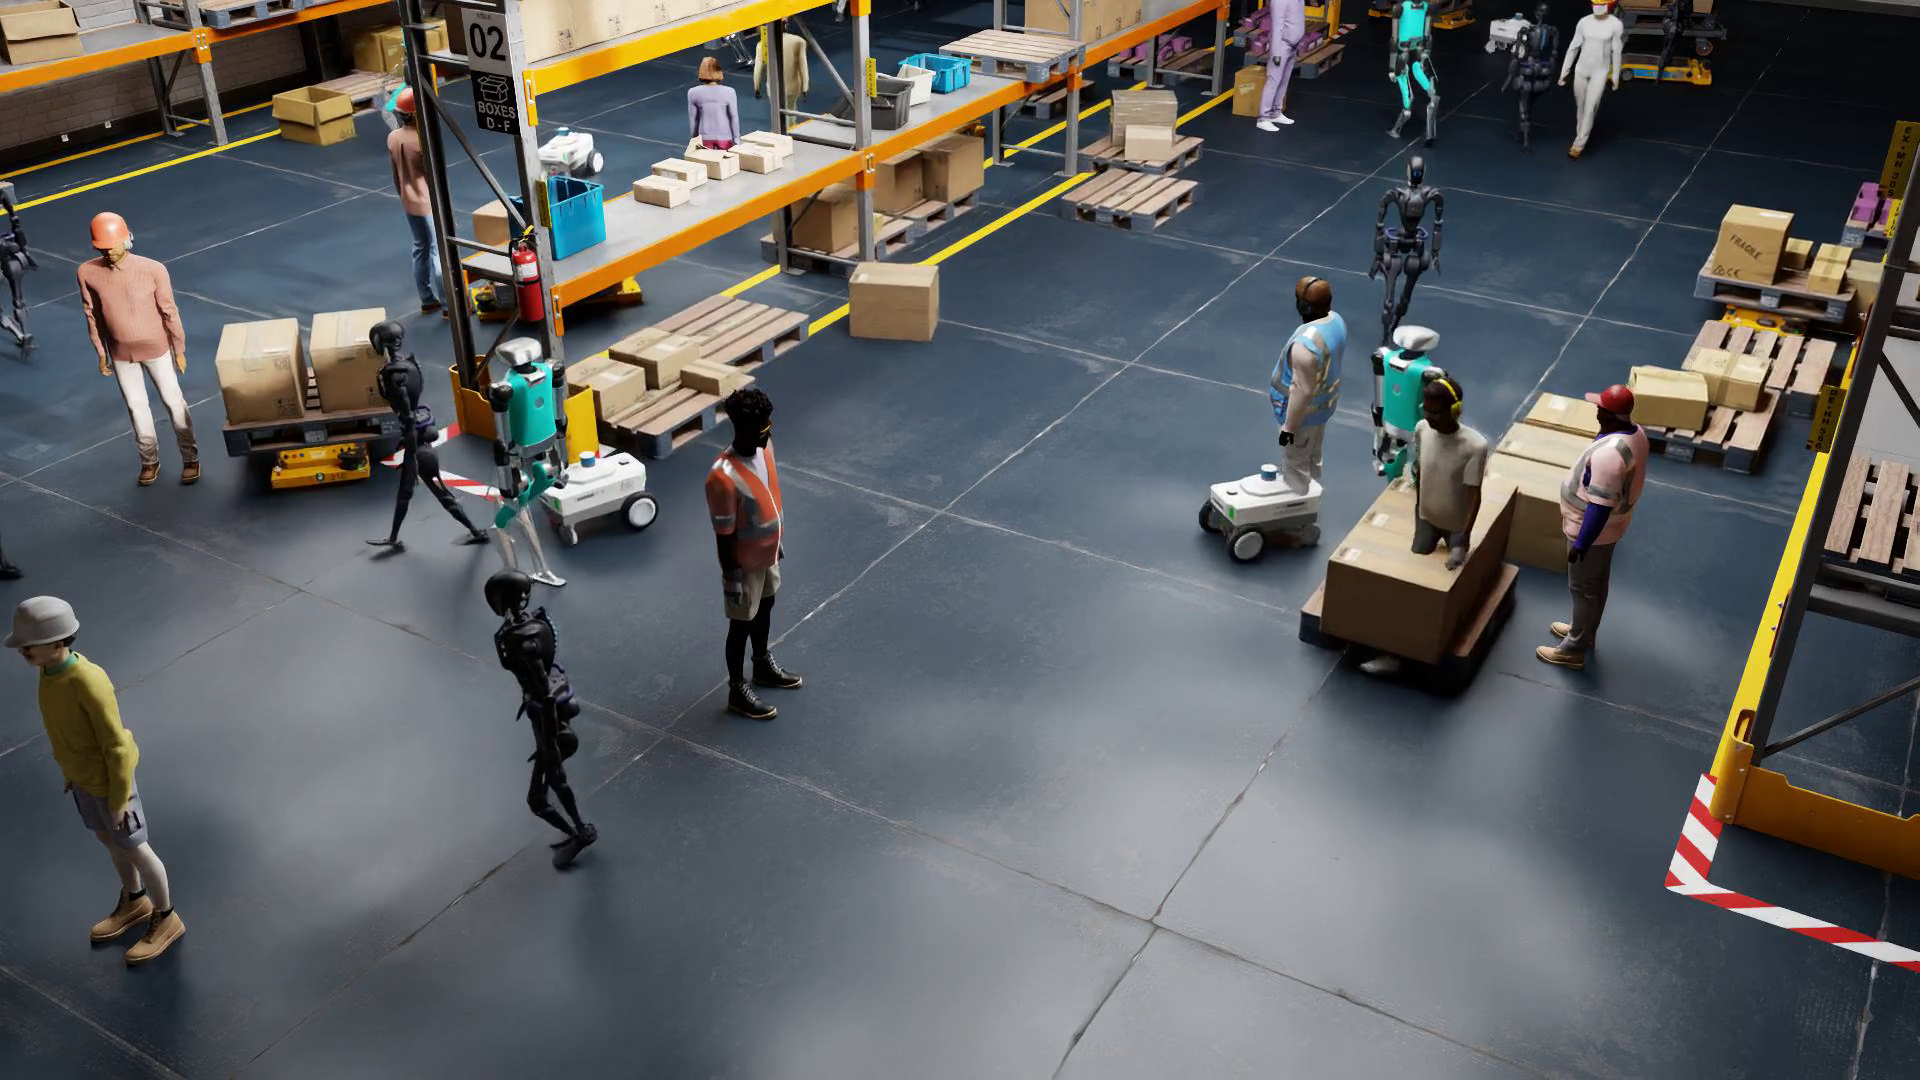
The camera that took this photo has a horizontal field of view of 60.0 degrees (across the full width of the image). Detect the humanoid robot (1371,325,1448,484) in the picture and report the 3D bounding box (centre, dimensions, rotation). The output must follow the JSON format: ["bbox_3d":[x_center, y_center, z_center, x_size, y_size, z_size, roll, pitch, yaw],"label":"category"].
[{"bbox_3d":[2.902,-0.488,10.429,0.762,1.896,0.539,-19,35,-30],"label":"humanoid robot"}]

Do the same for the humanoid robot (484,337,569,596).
[{"bbox_3d":[-2.738,-0.435,10.233,0.695,1.795,0.530,20,35,31],"label":"humanoid robot"}]

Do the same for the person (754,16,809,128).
[{"bbox_3d":[-1.997,-5.014,18.333,0.570,1.711,0.867,-14,32,-23],"label":"person"}]

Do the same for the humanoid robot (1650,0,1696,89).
[{"bbox_3d":[9.198,-6.650,21.261,0.315,1.657,0.599,25,38,37],"label":"humanoid robot"}]

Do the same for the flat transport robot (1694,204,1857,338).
[{"bbox_3d":[7.194,-2.114,14.680,0.659,0.231,1.431,17,34,27],"label":"flat transport robot"}]

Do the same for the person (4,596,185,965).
[{"bbox_3d":[-3.844,1.056,7.427,0.473,1.892,0.383,20,35,31],"label":"person"}]

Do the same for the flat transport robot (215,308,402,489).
[{"bbox_3d":[-4.734,-0.803,12.363,0.659,0.231,1.431,-8,30,-14],"label":"flat transport robot"}]

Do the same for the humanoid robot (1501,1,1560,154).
[{"bbox_3d":[6.438,-5.272,18.868,0.608,1.632,0.723,-7,30,-12],"label":"humanoid robot"}]

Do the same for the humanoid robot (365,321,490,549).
[{"bbox_3d":[-3.525,-0.633,10.679,0.784,1.629,0.590,-12,32,-20],"label":"humanoid robot"}]

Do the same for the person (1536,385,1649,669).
[{"bbox_3d":[3.642,-0.081,9.576,0.420,1.751,0.624,19,34,29],"label":"person"}]

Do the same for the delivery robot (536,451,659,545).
[{"bbox_3d":[-2.459,-0.318,11.230,0.781,0.610,0.525,-21,36,-33],"label":"delivery robot"}]

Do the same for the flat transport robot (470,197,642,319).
[{"bbox_3d":[-3.632,-2.250,14.921,1.431,0.231,0.659,-11,31,-18],"label":"flat transport robot"}]

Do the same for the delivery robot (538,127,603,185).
[{"bbox_3d":[-4.259,-4.167,18.014,0.499,0.585,0.775,8,30,13],"label":"delivery robot"}]

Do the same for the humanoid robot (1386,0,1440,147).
[{"bbox_3d":[5.249,-5.329,18.912,0.530,1.774,0.994,-9,31,-15],"label":"humanoid robot"}]

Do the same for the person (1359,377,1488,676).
[{"bbox_3d":[2.735,-0.083,9.531,0.527,1.793,1.019,25,38,37],"label":"person"}]

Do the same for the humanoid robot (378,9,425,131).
[{"bbox_3d":[-6.303,-5.204,18.655,0.788,1.755,0.565,-9,31,-16],"label":"humanoid robot"}]

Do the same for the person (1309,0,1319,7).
[{"bbox_3d":[5.675,-9.157,25.550,0.621,1.837,0.430,-8,30,-14],"label":"person"}]

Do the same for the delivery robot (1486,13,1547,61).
[{"bbox_3d":[7.696,-6.950,22.951,0.499,0.601,0.775,-21,36,-33],"label":"delivery robot"}]

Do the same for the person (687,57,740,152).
[{"bbox_3d":[-2.445,-3.995,16.629,0.498,1.629,0.288,2,30,3],"label":"person"}]

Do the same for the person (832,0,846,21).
[{"bbox_3d":[-1.842,-8.753,24.742,0.497,1.935,0.548,6,30,11],"label":"person"}]

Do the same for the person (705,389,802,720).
[{"bbox_3d":[-1.137,0.066,9.111,0.368,1.957,0.604,10,31,17],"label":"person"}]

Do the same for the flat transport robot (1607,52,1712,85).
[{"bbox_3d":[9.139,-6.221,21.946,1.431,0.231,0.659,9,31,15],"label":"flat transport robot"}]

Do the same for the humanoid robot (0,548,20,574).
[{"bbox_3d":[-6.430,-0.526,10.482,0.753,1.618,0.611,12,32,21],"label":"humanoid robot"}]

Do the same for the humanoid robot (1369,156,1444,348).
[{"bbox_3d":[3.686,-2.347,13.680,0.583,1.636,0.633,-1,29,-2],"label":"humanoid robot"}]

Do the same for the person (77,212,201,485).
[{"bbox_3d":[-5.689,-1.318,11.534,0.610,1.986,0.402,-4,30,-6],"label":"person"}]

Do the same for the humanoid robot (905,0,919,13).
[{"bbox_3d":[-0.749,-8.883,25.268,0.603,1.630,0.776,0,29,1],"label":"humanoid robot"}]

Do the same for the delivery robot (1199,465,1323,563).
[{"bbox_3d":[2.010,-0.209,11.025,0.802,0.600,0.499,-9,31,-16],"label":"delivery robot"}]

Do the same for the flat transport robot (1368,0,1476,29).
[{"bbox_3d":[6.910,-7.882,24.884,0.659,0.231,1.431,-26,39,-38],"label":"flat transport robot"}]

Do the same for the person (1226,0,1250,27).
[{"bbox_3d":[4.053,-8.458,24.316,0.508,1.839,0.352,-7,30,-12],"label":"person"}]

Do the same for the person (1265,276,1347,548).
[{"bbox_3d":[2.222,-0.832,10.817,0.429,1.840,0.632,16,33,26],"label":"person"}]

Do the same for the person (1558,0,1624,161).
[{"bbox_3d":[6.990,-5.183,18.504,0.599,1.853,0.916,22,36,34],"label":"person"}]

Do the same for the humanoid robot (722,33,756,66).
[{"bbox_3d":[-2.927,-7.090,21.857,0.735,1.677,0.533,-25,38,-37],"label":"humanoid robot"}]

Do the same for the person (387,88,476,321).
[{"bbox_3d":[-4.571,-2.870,14.266,0.608,1.995,0.377,20,35,31],"label":"person"}]

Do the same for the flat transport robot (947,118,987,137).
[{"bbox_3d":[-0.334,-4.668,19.200,0.659,0.231,1.431,17,33,27],"label":"flat transport robot"}]

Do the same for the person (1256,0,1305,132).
[{"bbox_3d":[3.829,-5.778,19.525,0.407,1.895,0.656,18,34,29],"label":"person"}]

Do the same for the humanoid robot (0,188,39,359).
[{"bbox_3d":[-7.816,-2.289,13.556,0.505,1.641,0.601,20,35,31],"label":"humanoid robot"}]

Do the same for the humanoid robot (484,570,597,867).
[{"bbox_3d":[-2.003,0.837,8.033,0.379,1.635,0.610,-13,32,-22],"label":"humanoid robot"}]
